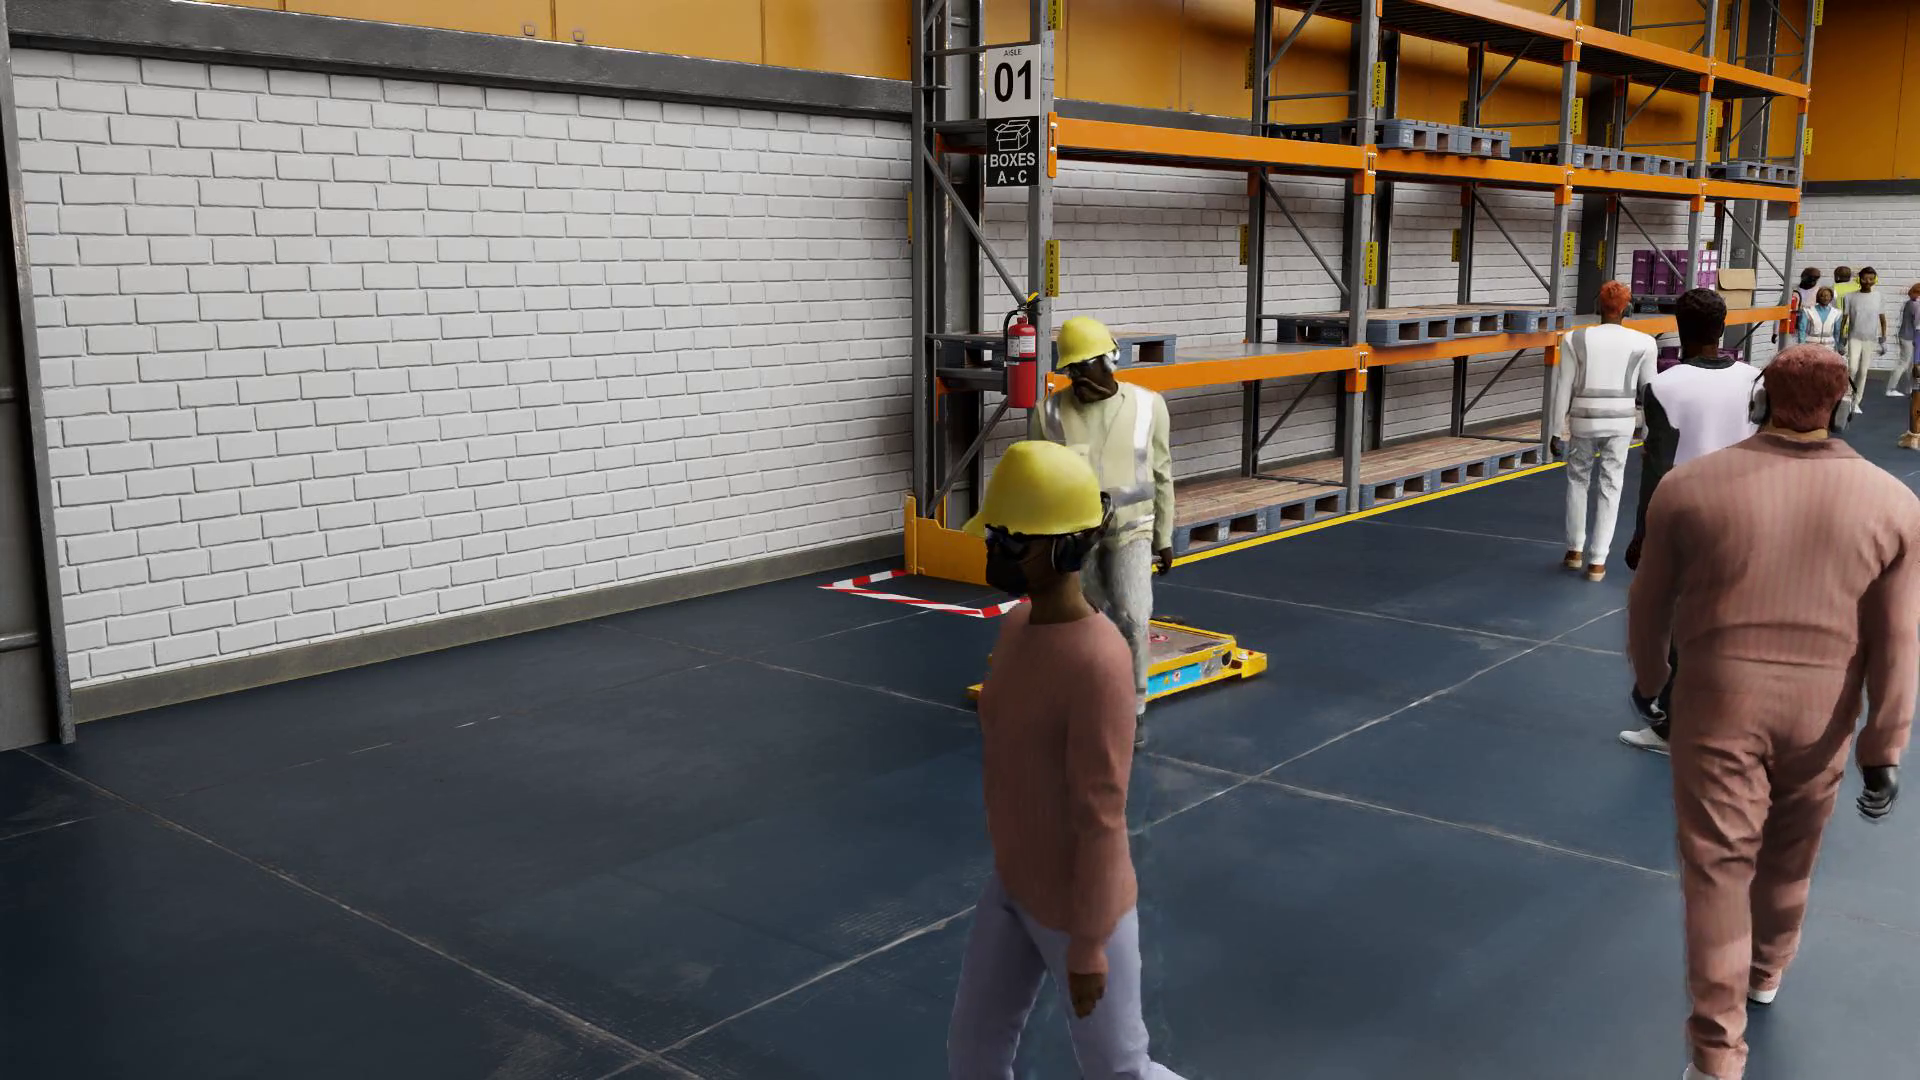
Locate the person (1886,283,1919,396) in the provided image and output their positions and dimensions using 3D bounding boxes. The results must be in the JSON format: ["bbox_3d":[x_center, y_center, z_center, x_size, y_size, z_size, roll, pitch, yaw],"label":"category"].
[{"bbox_3d":[13.360,-2.785,23.223,0.710,1.592,0.531,3,10,14],"label":"person"}]

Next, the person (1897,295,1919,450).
[{"bbox_3d":[9.926,-1.858,16.788,0.611,2.007,0.930,0,10,-1],"label":"person"}]

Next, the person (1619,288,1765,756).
[{"bbox_3d":[3.006,-0.061,6.793,0.587,1.915,0.395,-3,11,-18],"label":"person"}]

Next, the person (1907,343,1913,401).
[{"bbox_3d":[13.056,-2.730,22.329,0.576,1.790,0.627,-7,12,-33],"label":"person"}]

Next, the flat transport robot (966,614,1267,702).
[{"bbox_3d":[0.760,0.585,7.785,0.652,0.197,1.431,10,14,44],"label":"flat transport robot"}]

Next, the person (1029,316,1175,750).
[{"bbox_3d":[0.574,-0.009,6.812,0.605,1.804,0.482,1,10,6],"label":"person"}]

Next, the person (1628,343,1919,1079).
[{"bbox_3d":[2.032,0.433,4.202,0.637,1.847,1.053,3,10,16],"label":"person"}]

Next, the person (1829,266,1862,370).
[{"bbox_3d":[12.360,-2.940,23.439,0.638,1.820,0.657,1,10,8],"label":"person"}]

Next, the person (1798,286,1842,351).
[{"bbox_3d":[10.837,-2.401,21.026,0.513,1.602,0.846,3,10,15],"label":"person"}]

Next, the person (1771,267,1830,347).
[{"bbox_3d":[11.668,-2.862,23.058,0.714,1.826,0.464,7,12,33],"label":"person"}]

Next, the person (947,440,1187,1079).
[{"bbox_3d":[0.256,0.662,3.203,0.846,1.736,0.528,-4,11,-20],"label":"person"}]

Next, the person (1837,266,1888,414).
[{"bbox_3d":[11.286,-2.479,20.764,0.505,1.846,0.589,3,10,14],"label":"person"}]

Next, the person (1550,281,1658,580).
[{"bbox_3d":[4.085,-0.700,10.558,0.621,1.864,0.690,4,11,20],"label":"person"}]
